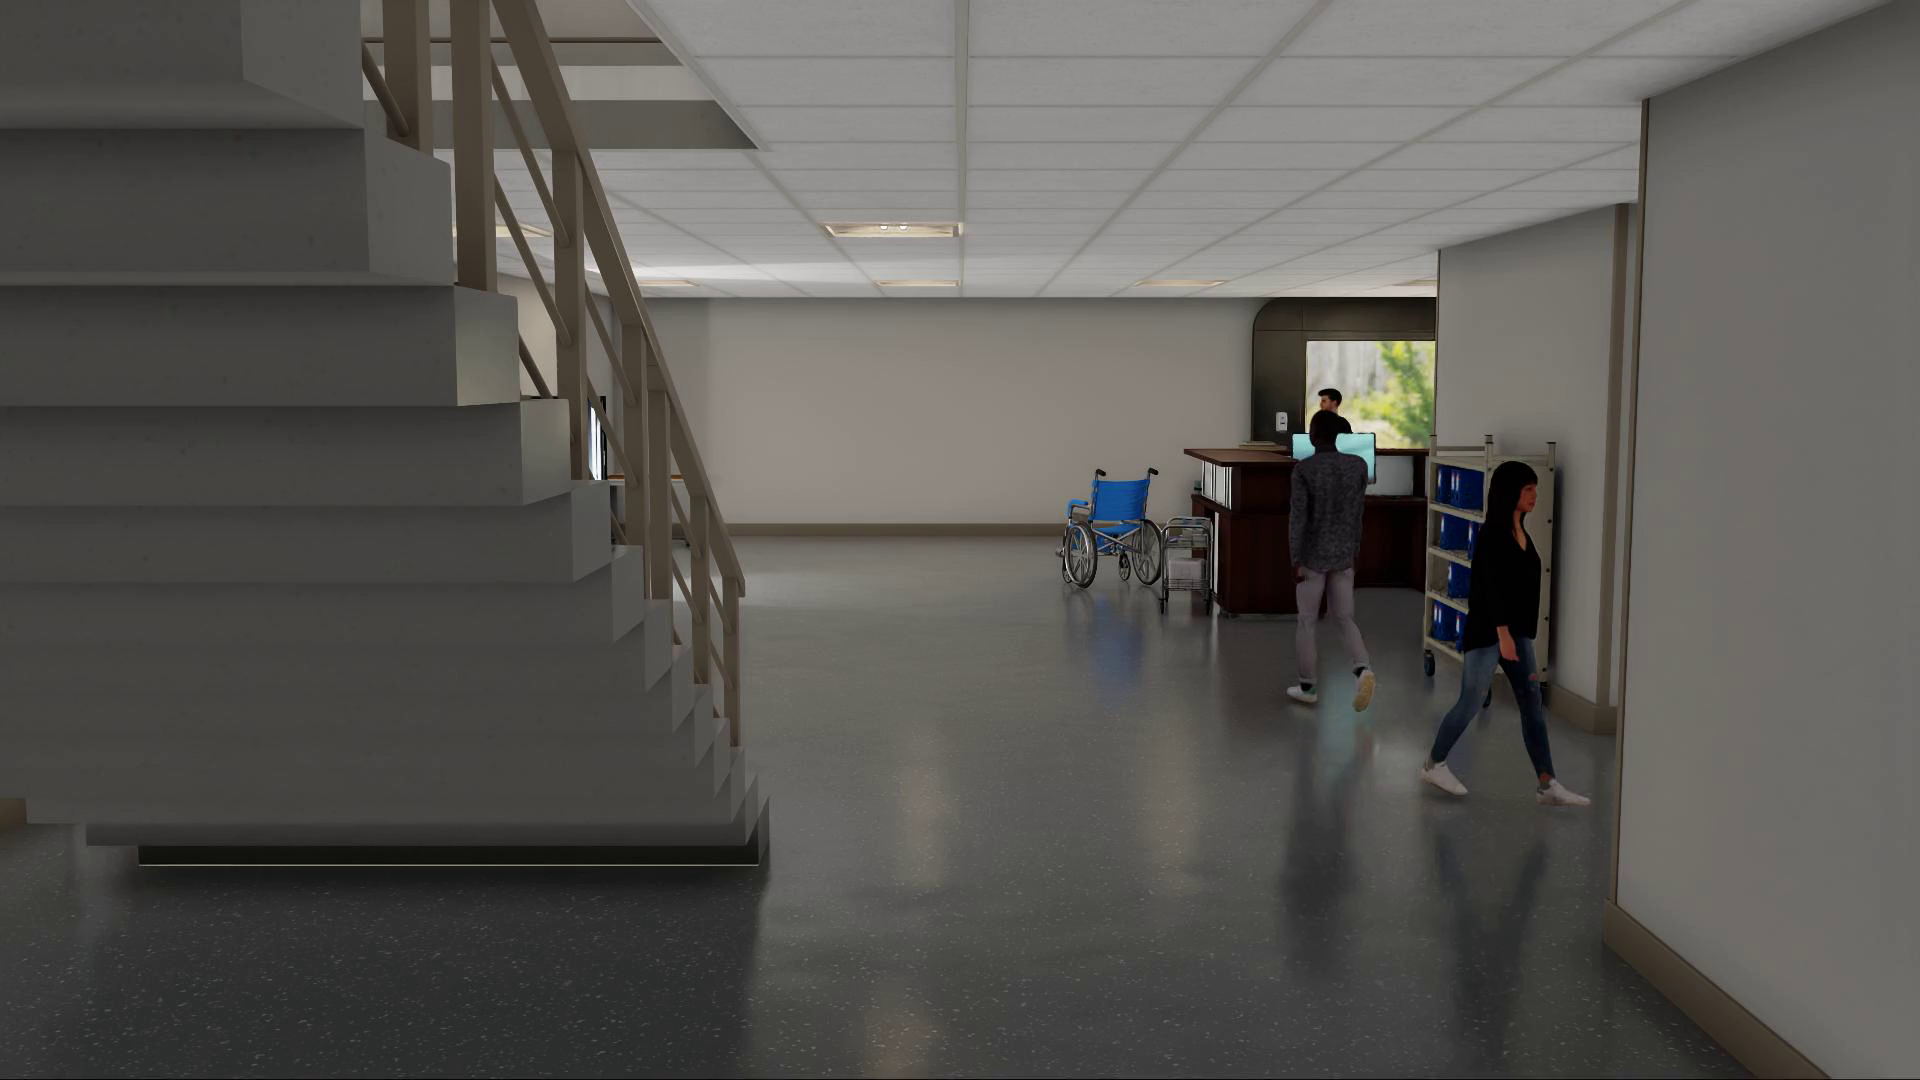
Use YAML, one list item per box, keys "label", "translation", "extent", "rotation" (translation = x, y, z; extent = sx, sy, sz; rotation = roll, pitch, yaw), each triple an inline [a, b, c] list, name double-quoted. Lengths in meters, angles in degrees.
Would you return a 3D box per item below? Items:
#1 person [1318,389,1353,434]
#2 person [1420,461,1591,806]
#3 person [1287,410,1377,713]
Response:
- label: "person"
  translation: [4.016, -0.619, 17.401]
  extent: [0.992, 1.854, 1.248]
  rotation: [-2, 6, -17]
- label: "person"
  translation: [2.493, 0.457, 7.903]
  extent: [0.969, 1.614, 1.084]
  rotation: [-5, 8, -41]
- label: "person"
  translation: [2.270, 0.140, 10.072]
  extent: [0.830, 1.811, 1.129]
  rotation: [-1, 6, -13]
